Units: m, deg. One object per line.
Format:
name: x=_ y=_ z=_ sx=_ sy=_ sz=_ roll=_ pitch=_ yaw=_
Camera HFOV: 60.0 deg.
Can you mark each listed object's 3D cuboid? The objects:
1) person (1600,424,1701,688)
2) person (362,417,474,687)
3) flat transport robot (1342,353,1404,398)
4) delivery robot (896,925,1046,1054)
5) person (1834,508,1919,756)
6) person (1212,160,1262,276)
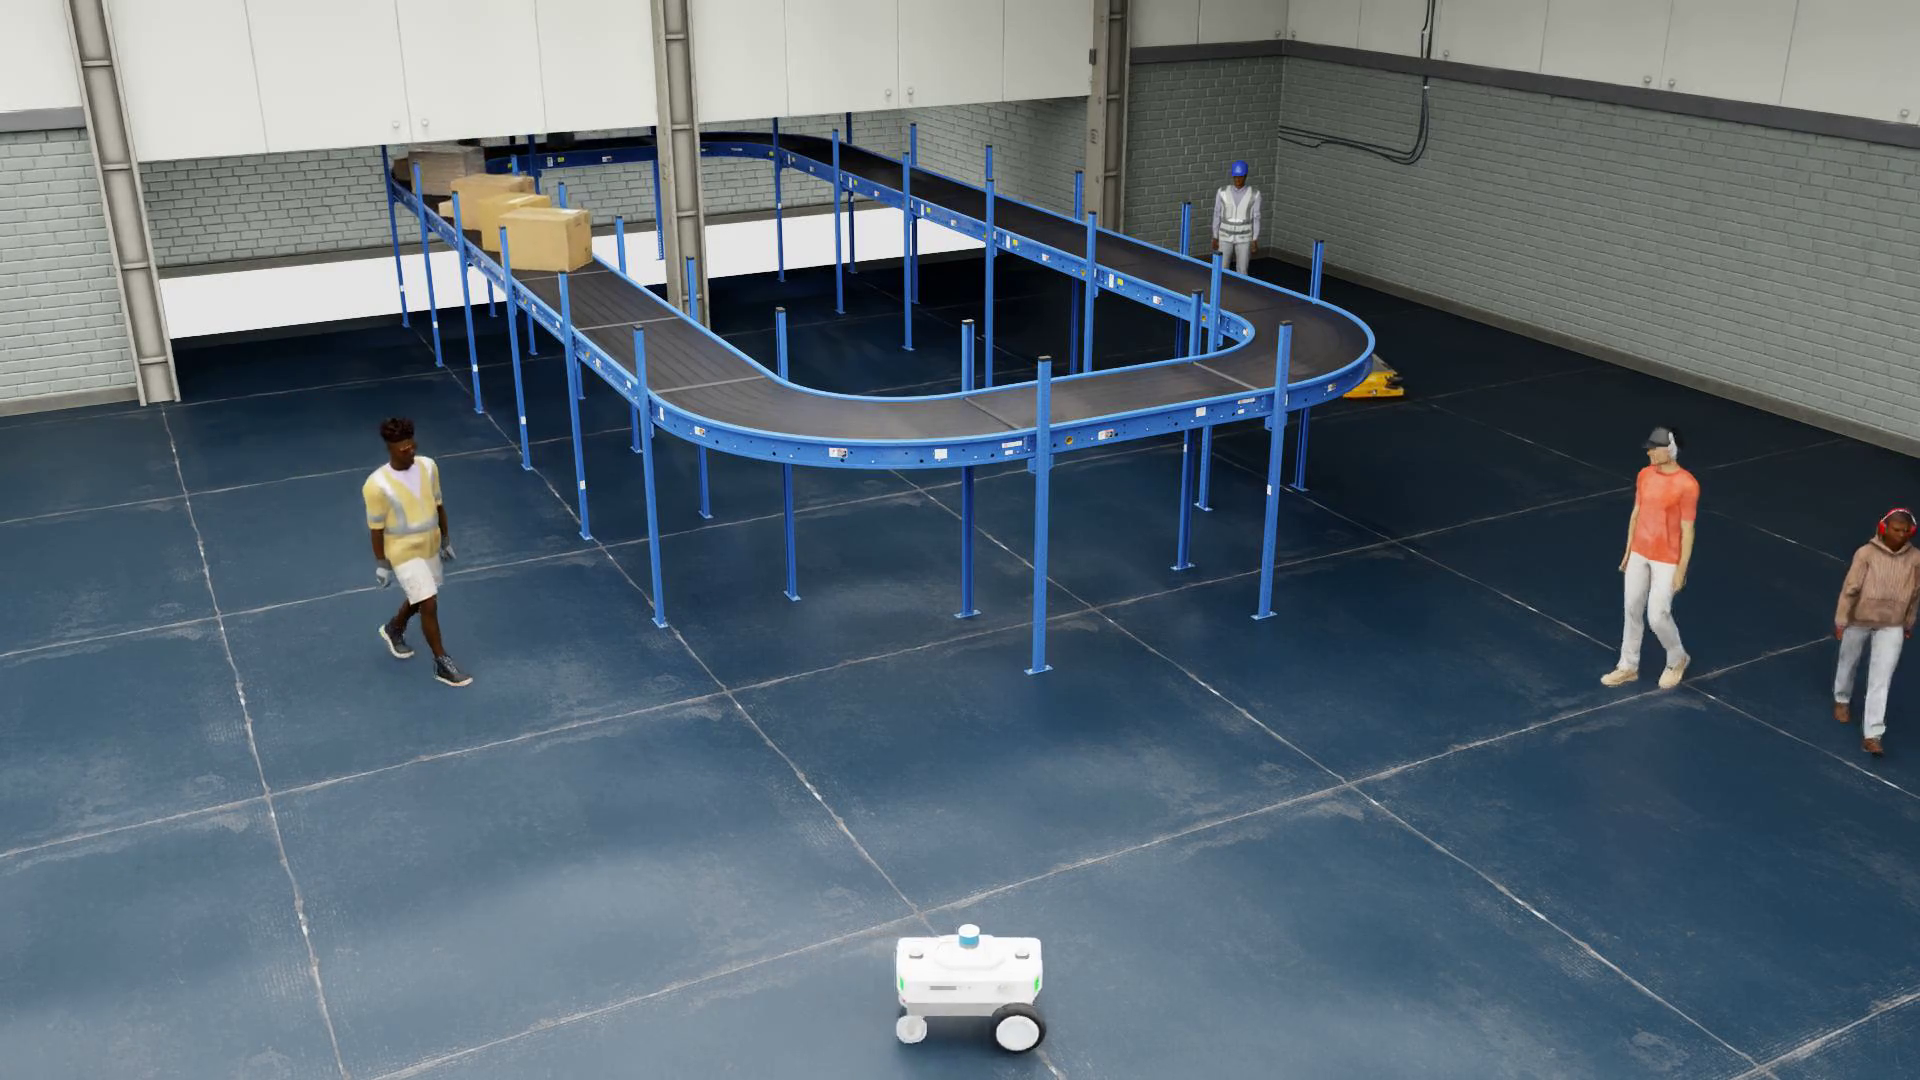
person: x=4.802 y=0.132 z=11.413 sx=0.525 sy=1.891 sz=0.550 roll=-11 pitch=25 yaw=-26
person: x=-3.830 y=0.041 z=11.557 sx=0.904 sy=1.930 sz=0.610 roll=12 pitch=25 yaw=27
flat transport robot: x=4.389 y=-1.879 z=18.520 sx=0.659 sy=0.231 sz=1.431 roll=-2 pitch=22 yaw=-5
delivery robot: x=0.041 y=2.159 z=8.146 sx=0.765 sy=0.586 sz=0.499 roll=0 pitch=22 yaw=0
person: x=5.899 y=0.553 z=10.710 sx=0.489 sy=1.601 sz=0.884 roll=7 pitch=23 yaw=17
person: x=3.502 y=-3.850 z=21.157 sx=0.600 sy=1.948 sz=0.383 roll=5 pitch=23 yaw=13
